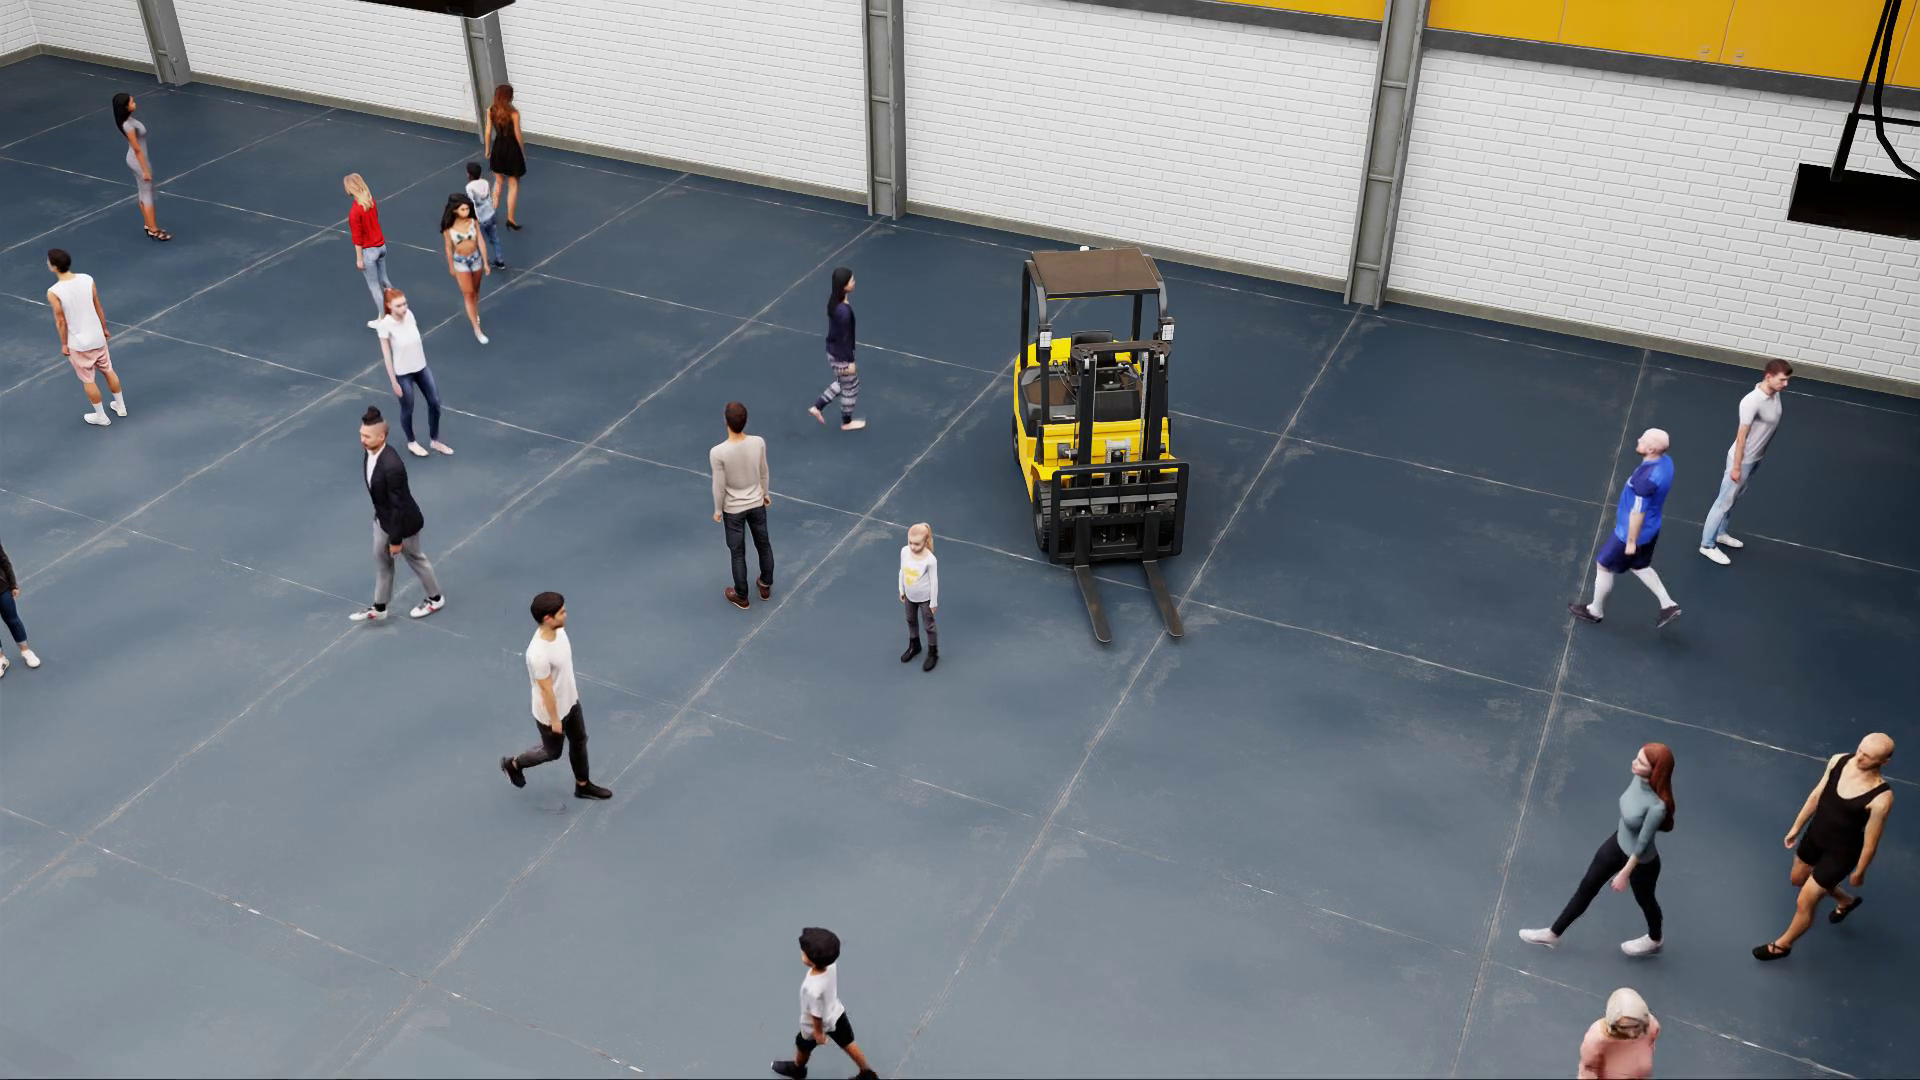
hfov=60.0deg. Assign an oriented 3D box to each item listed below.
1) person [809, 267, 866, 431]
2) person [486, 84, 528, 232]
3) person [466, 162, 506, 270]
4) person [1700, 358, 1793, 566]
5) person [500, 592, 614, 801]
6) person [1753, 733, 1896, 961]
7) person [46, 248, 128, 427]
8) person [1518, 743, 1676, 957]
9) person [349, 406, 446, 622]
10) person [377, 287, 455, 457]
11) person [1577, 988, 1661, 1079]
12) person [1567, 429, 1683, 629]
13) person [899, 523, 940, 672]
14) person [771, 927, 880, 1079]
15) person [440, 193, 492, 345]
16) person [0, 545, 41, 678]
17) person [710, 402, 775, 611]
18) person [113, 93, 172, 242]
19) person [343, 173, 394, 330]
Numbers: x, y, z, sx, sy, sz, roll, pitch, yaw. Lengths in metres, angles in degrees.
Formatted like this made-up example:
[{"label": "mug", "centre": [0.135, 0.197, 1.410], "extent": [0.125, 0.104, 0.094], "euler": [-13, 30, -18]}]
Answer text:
[{"label": "person", "centre": [-1.197, -1.772, 15.732], "extent": [0.920, 1.719, 0.858], "euler": [-11, 35, -16]}, {"label": "person", "centre": [-5.412, -4.541, 19.823], "extent": [0.634, 1.801, 0.791], "euler": [2, 34, 3]}, {"label": "person", "centre": [-5.432, -3.684, 19.045], "extent": [0.796, 1.236, 0.606], "euler": [23, 40, 30]}, {"label": "person", "centre": [6.607, -0.704, 14.002], "extent": [0.657, 1.855, 0.711], "euler": [28, 42, 35]}, {"label": "person", "centre": [-2.852, 1.109, 11.420], "extent": [1.065, 1.693, 0.775], "euler": [8, 34, 12]}, {"label": "person", "centre": [5.418, 1.861, 10.195], "extent": [1.107, 1.797, 0.994], "euler": [-8, 34, -12]}, {"label": "person", "centre": [-8.392, -1.947, 15.930], "extent": [0.585, 1.791, 0.660], "euler": [18, 38, 25]}, {"label": "person", "centre": [4.176, 1.961, 10.144], "extent": [1.214, 1.688, 0.895], "euler": [2, 34, 3]}, {"label": "person", "centre": [-4.395, -0.217, 13.197], "extent": [1.022, 1.936, 1.047], "euler": [-25, 41, -33]}, {"label": "person", "centre": [-5.166, -1.560, 15.413], "extent": [0.763, 1.720, 0.668], "euler": [21, 39, 28]}, {"label": "person", "centre": [3.374, 2.927, 8.687], "extent": [0.811, 1.692, 0.893], "euler": [-27, 42, -35]}, {"label": "person", "centre": [5.388, -0.051, 13.055], "extent": [1.139, 1.816, 0.853], "euler": [24, 41, 32]}, {"label": "person", "centre": [-0.309, 0.416, 12.842], "extent": [0.459, 1.274, 0.579], "euler": [20, 39, 27]}, {"label": "person", "centre": [-0.719, 2.694, 9.446], "extent": [0.903, 1.240, 0.560], "euler": [11, 35, 16]}, {"label": "person", "centre": [-5.211, -2.912, 17.592], "extent": [0.874, 1.558, 1.081], "euler": [-19, 38, -26]}, {"label": "person", "centre": [-7.449, 0.364, 12.731], "extent": [0.641, 1.483, 0.663], "euler": [-20, 39, -27]}, {"label": "person", "centre": [-1.737, -0.278, 13.349], "extent": [0.741, 1.868, 0.759], "euler": [-19, 38, -26]}, {"label": "person", "centre": [-9.679, -4.400, 19.631], "extent": [0.721, 1.779, 0.621], "euler": [-20, 39, -28]}, {"label": "person", "centre": [-6.258, -3.071, 17.702], "extent": [0.606, 1.702, 0.667], "euler": [7, 34, 10]}]
